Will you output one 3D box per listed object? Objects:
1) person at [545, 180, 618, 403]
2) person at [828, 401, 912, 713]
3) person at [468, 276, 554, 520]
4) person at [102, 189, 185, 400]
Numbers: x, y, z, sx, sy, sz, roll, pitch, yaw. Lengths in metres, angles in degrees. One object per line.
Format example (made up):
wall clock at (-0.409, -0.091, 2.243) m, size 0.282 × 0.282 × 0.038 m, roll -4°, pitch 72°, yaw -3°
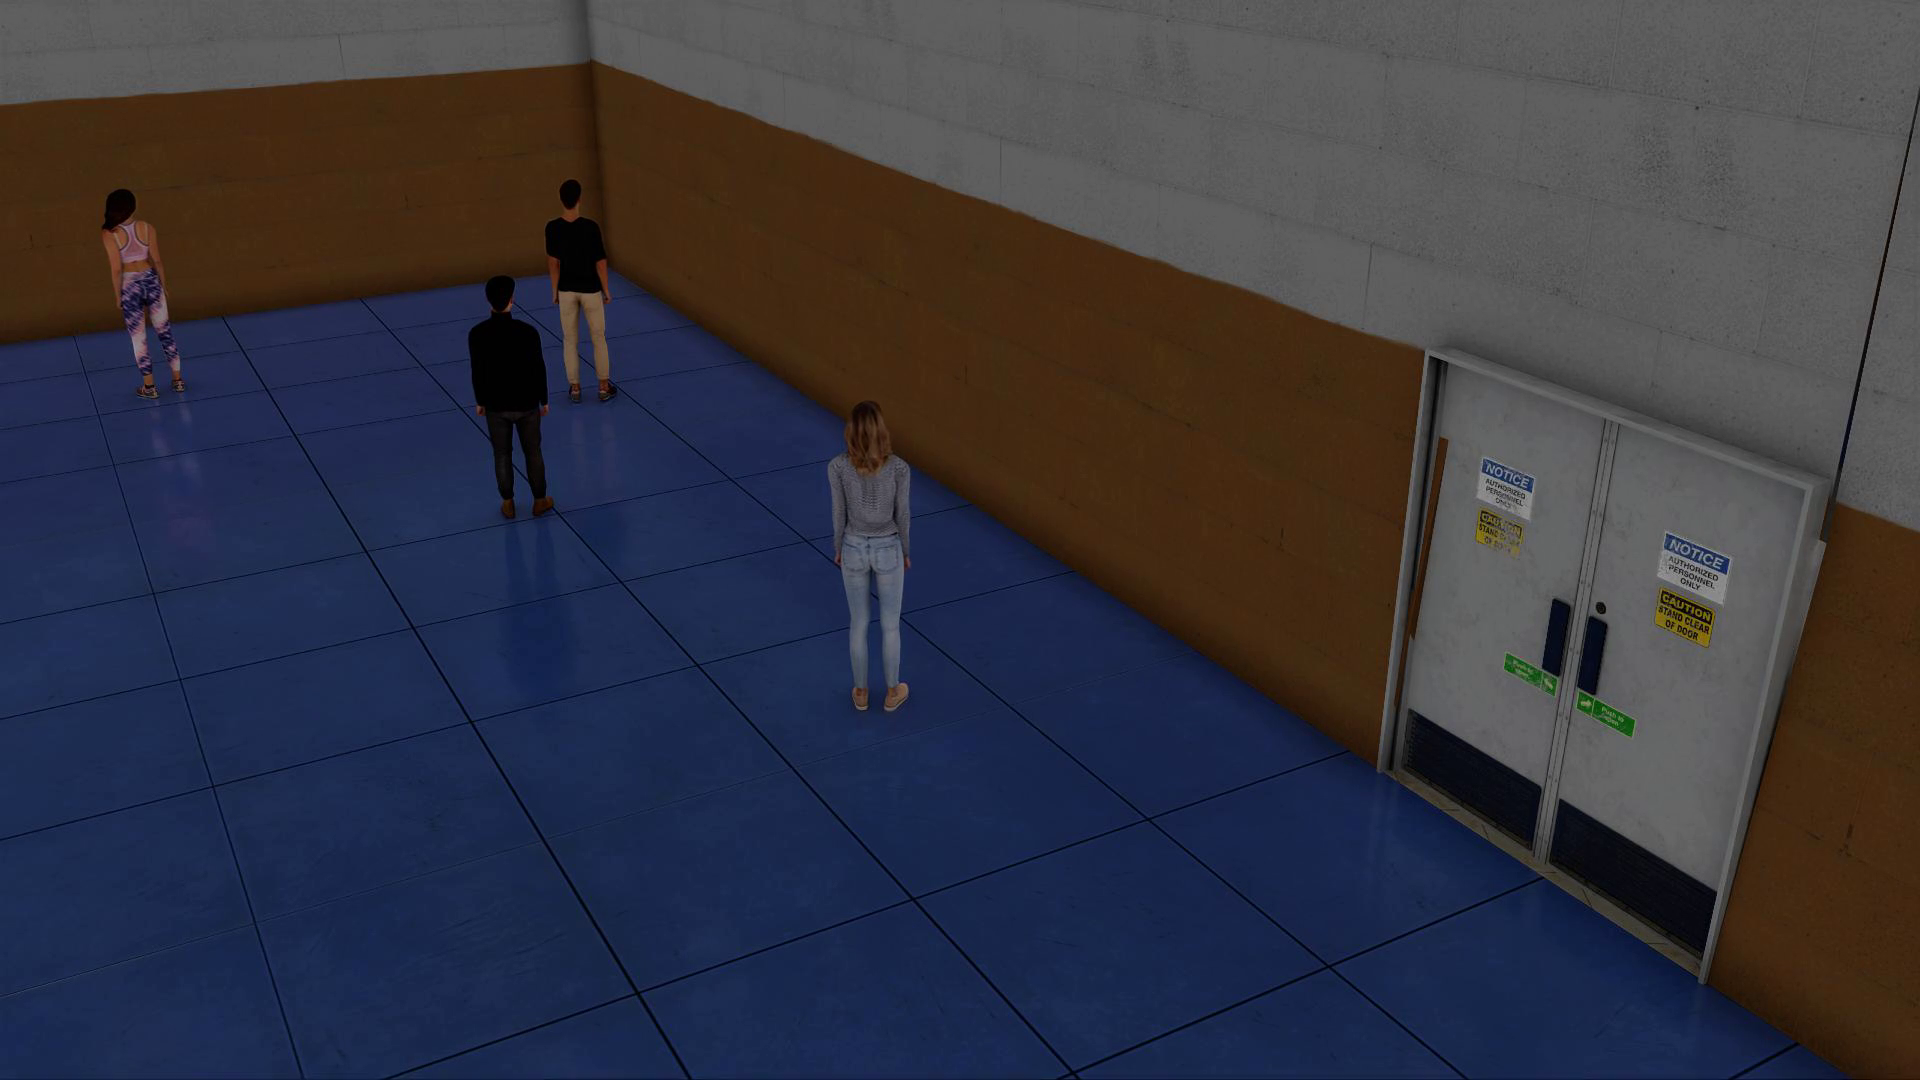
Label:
person at (-3.167, -2.073, 13.865) m, size 0.621 × 1.859 × 0.765 m, roll -2°, pitch 24°, yaw -4°
person at (-0.476, 0.094, 9.025) m, size 0.631 × 1.796 × 0.728 m, roll 2°, pitch 24°, yaw 4°
person at (-3.134, -0.993, 11.602) m, size 0.599 × 1.722 × 0.774 m, roll -3°, pitch 24°, yaw -8°
person at (-6.919, -2.086, 14.043) m, size 0.707 × 1.767 × 0.549 m, roll 21°, pitch 31°, yaw 40°
